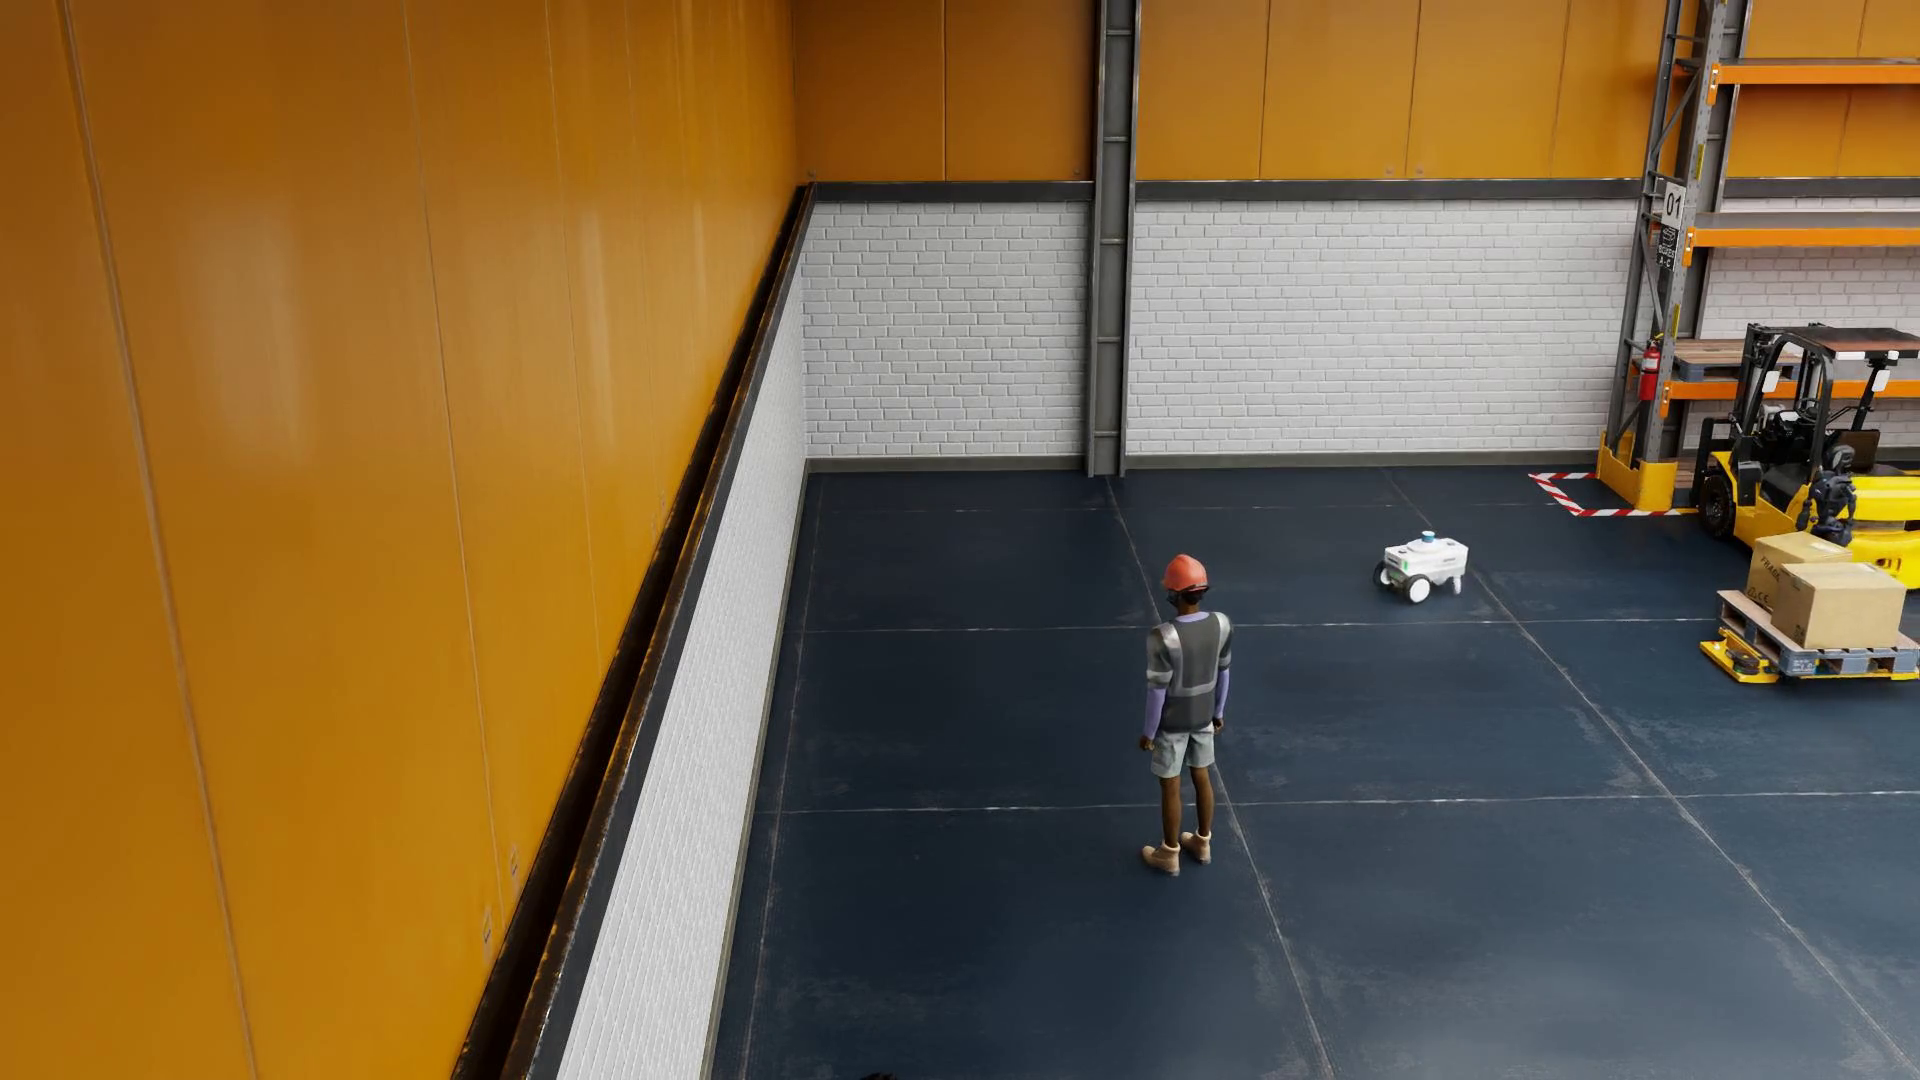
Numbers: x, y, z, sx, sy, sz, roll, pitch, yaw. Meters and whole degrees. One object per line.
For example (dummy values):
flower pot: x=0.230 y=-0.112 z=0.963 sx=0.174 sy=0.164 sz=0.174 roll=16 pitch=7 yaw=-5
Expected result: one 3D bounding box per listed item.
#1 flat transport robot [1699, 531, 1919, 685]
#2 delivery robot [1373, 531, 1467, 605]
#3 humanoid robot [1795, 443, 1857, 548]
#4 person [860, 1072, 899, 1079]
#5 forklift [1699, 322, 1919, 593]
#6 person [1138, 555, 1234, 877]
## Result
flat transport robot: x=6.685 y=0.904 z=13.102 sx=1.431 sy=0.231 sz=0.659 roll=-1 pitch=20 yaw=-3
delivery robot: x=4.037 y=0.232 z=14.535 sx=0.784 sy=0.613 sz=0.511 roll=-9 pitch=22 yaw=-22
humanoid robot: x=6.959 y=0.026 z=13.442 sx=0.397 sy=1.656 sz=0.602 roll=-4 pitch=21 yaw=-10
person: x=-0.280 y=2.700 z=6.172 sx=0.319 sy=1.696 sz=0.531 roll=-7 pitch=21 yaw=-17
forklift: x=7.809 y=-0.792 z=14.926 sx=1.214 sy=2.155 sz=2.313 roll=-1 pitch=20 yaw=-2
person: x=1.342 y=1.062 z=10.119 sx=0.613 sy=2.038 sz=0.393 roll=-11 pitch=23 yaw=-28
